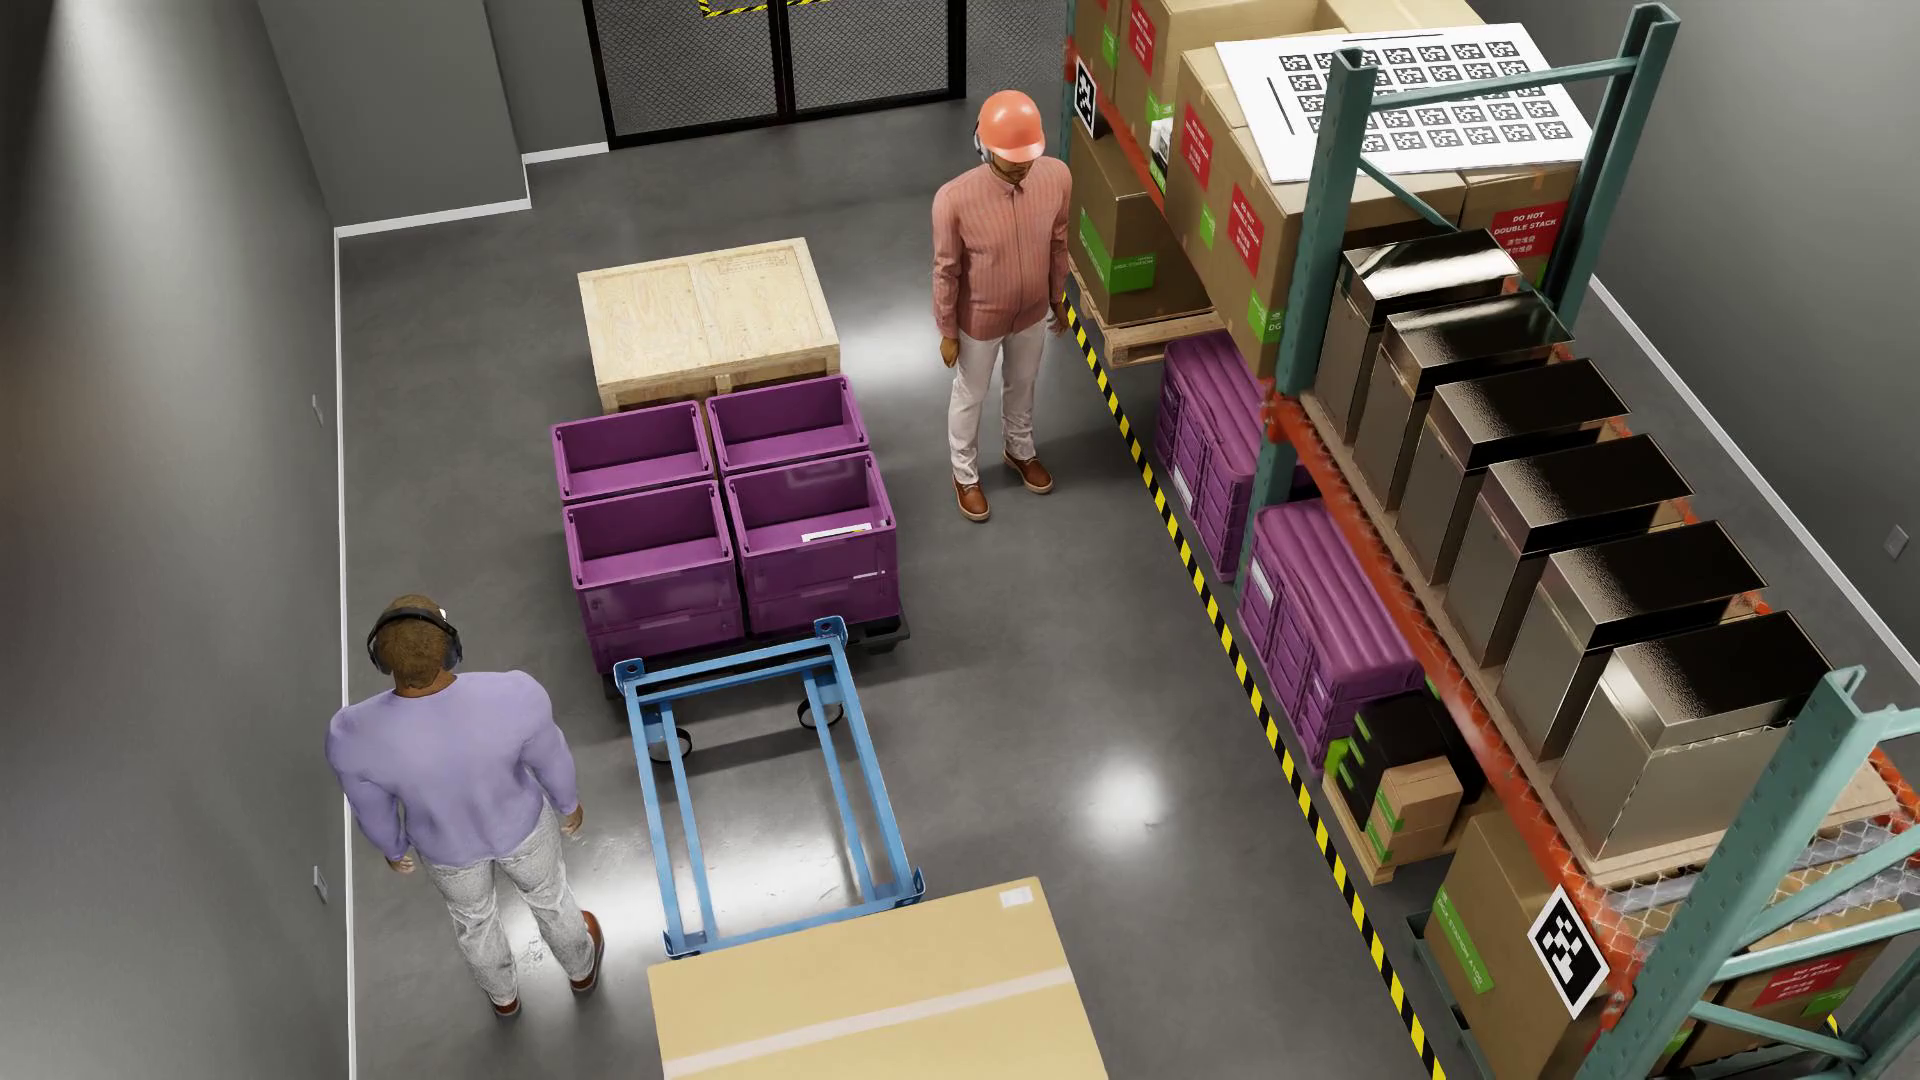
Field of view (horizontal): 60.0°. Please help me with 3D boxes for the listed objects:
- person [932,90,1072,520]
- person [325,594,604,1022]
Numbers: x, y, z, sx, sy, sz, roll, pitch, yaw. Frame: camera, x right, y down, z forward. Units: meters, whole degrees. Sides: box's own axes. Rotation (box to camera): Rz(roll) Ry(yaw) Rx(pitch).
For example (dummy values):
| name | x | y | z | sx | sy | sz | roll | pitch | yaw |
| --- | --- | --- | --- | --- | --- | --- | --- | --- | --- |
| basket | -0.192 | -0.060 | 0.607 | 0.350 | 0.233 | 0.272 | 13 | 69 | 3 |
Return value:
| name | x | y | z | sx | sy | sz | roll | pitch | yaw |
| --- | --- | --- | --- | --- | --- | --- | --- | --- | --- |
| person | 0.174 | -0.928 | 6.701 | 0.612 | 1.995 | 0.376 | -23 | 51 | -19 |
| person | -1.470 | 0.864 | 5.093 | 0.635 | 1.937 | 0.353 | -13 | 49 | -12 |
